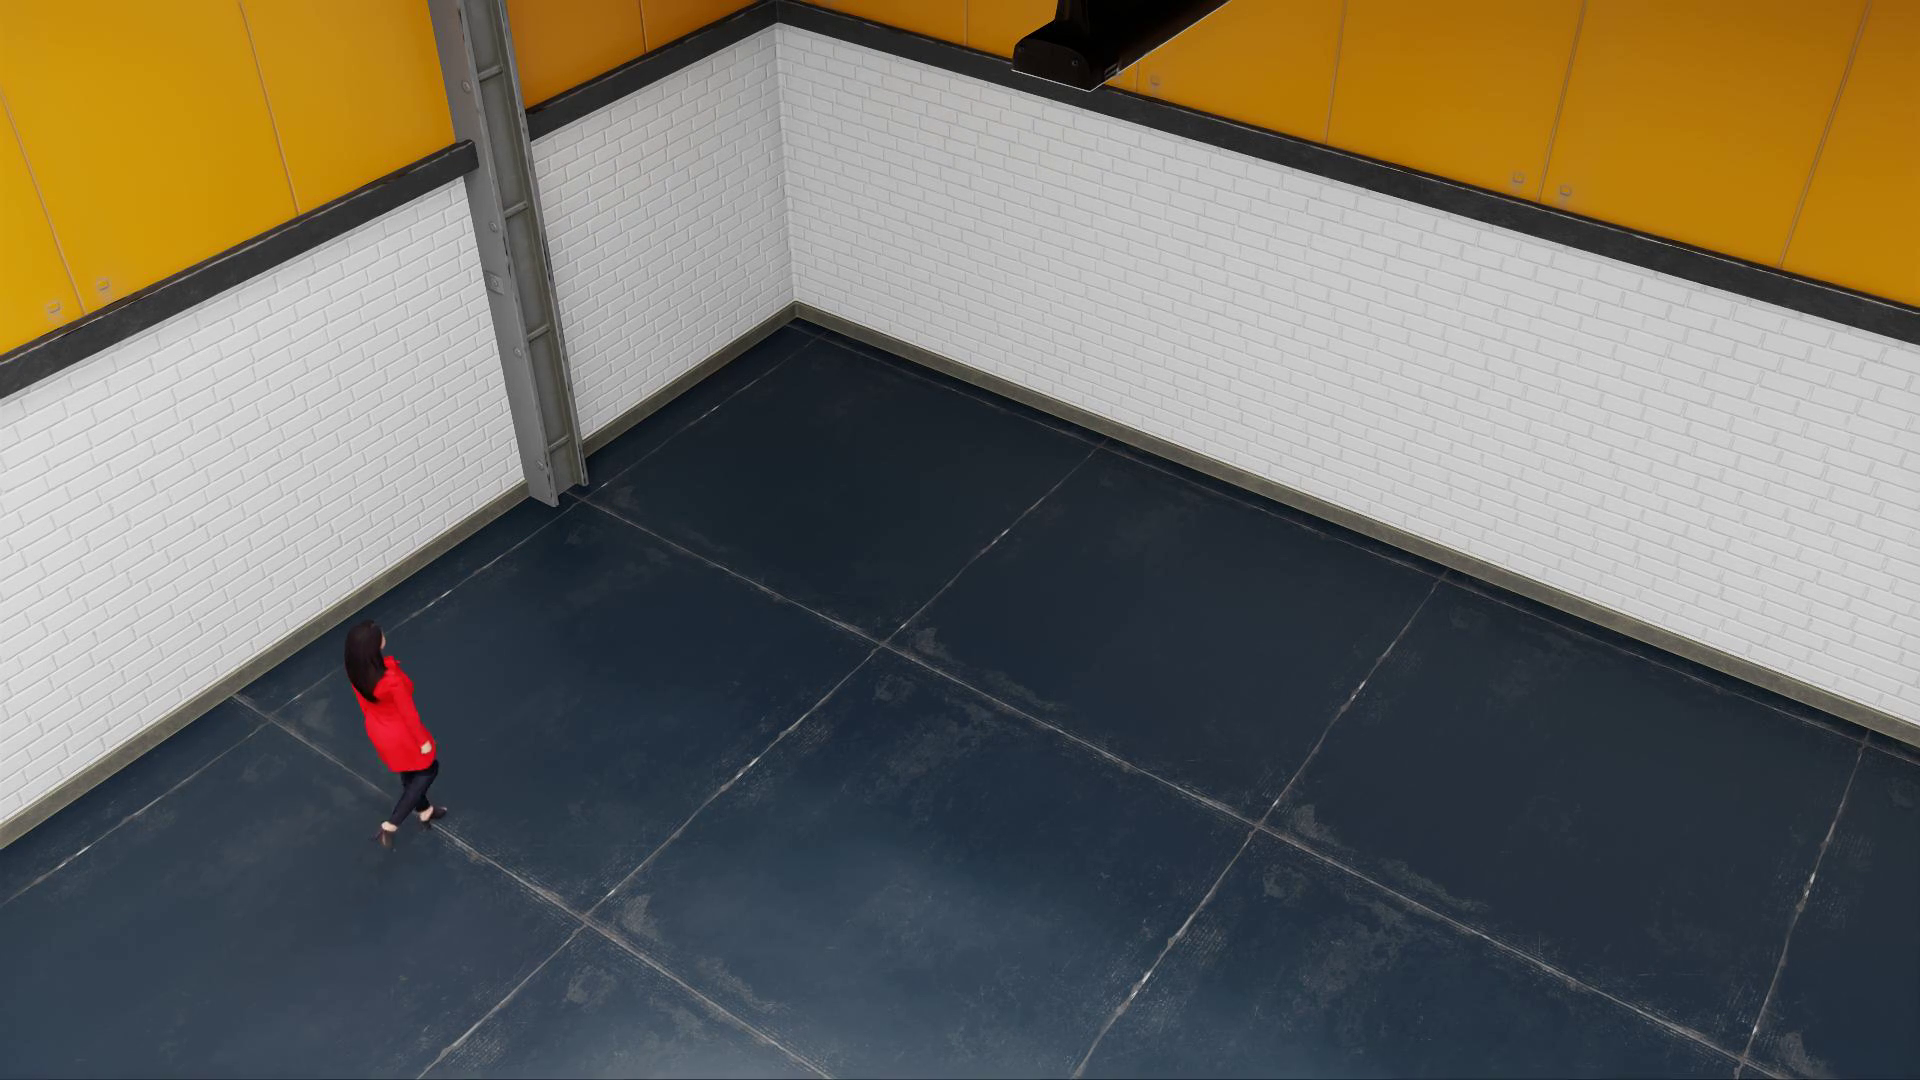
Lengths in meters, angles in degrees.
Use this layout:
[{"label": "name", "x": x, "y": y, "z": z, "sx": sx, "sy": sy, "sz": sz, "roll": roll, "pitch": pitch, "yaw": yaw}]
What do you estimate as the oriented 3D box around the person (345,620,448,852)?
[{"label": "person", "x": -3.421, "y": 1.215, "z": 9.965, "sx": 0.637, "sy": 1.737, "sz": 0.810, "roll": 21, "pitch": 43, "yaw": 24}]
